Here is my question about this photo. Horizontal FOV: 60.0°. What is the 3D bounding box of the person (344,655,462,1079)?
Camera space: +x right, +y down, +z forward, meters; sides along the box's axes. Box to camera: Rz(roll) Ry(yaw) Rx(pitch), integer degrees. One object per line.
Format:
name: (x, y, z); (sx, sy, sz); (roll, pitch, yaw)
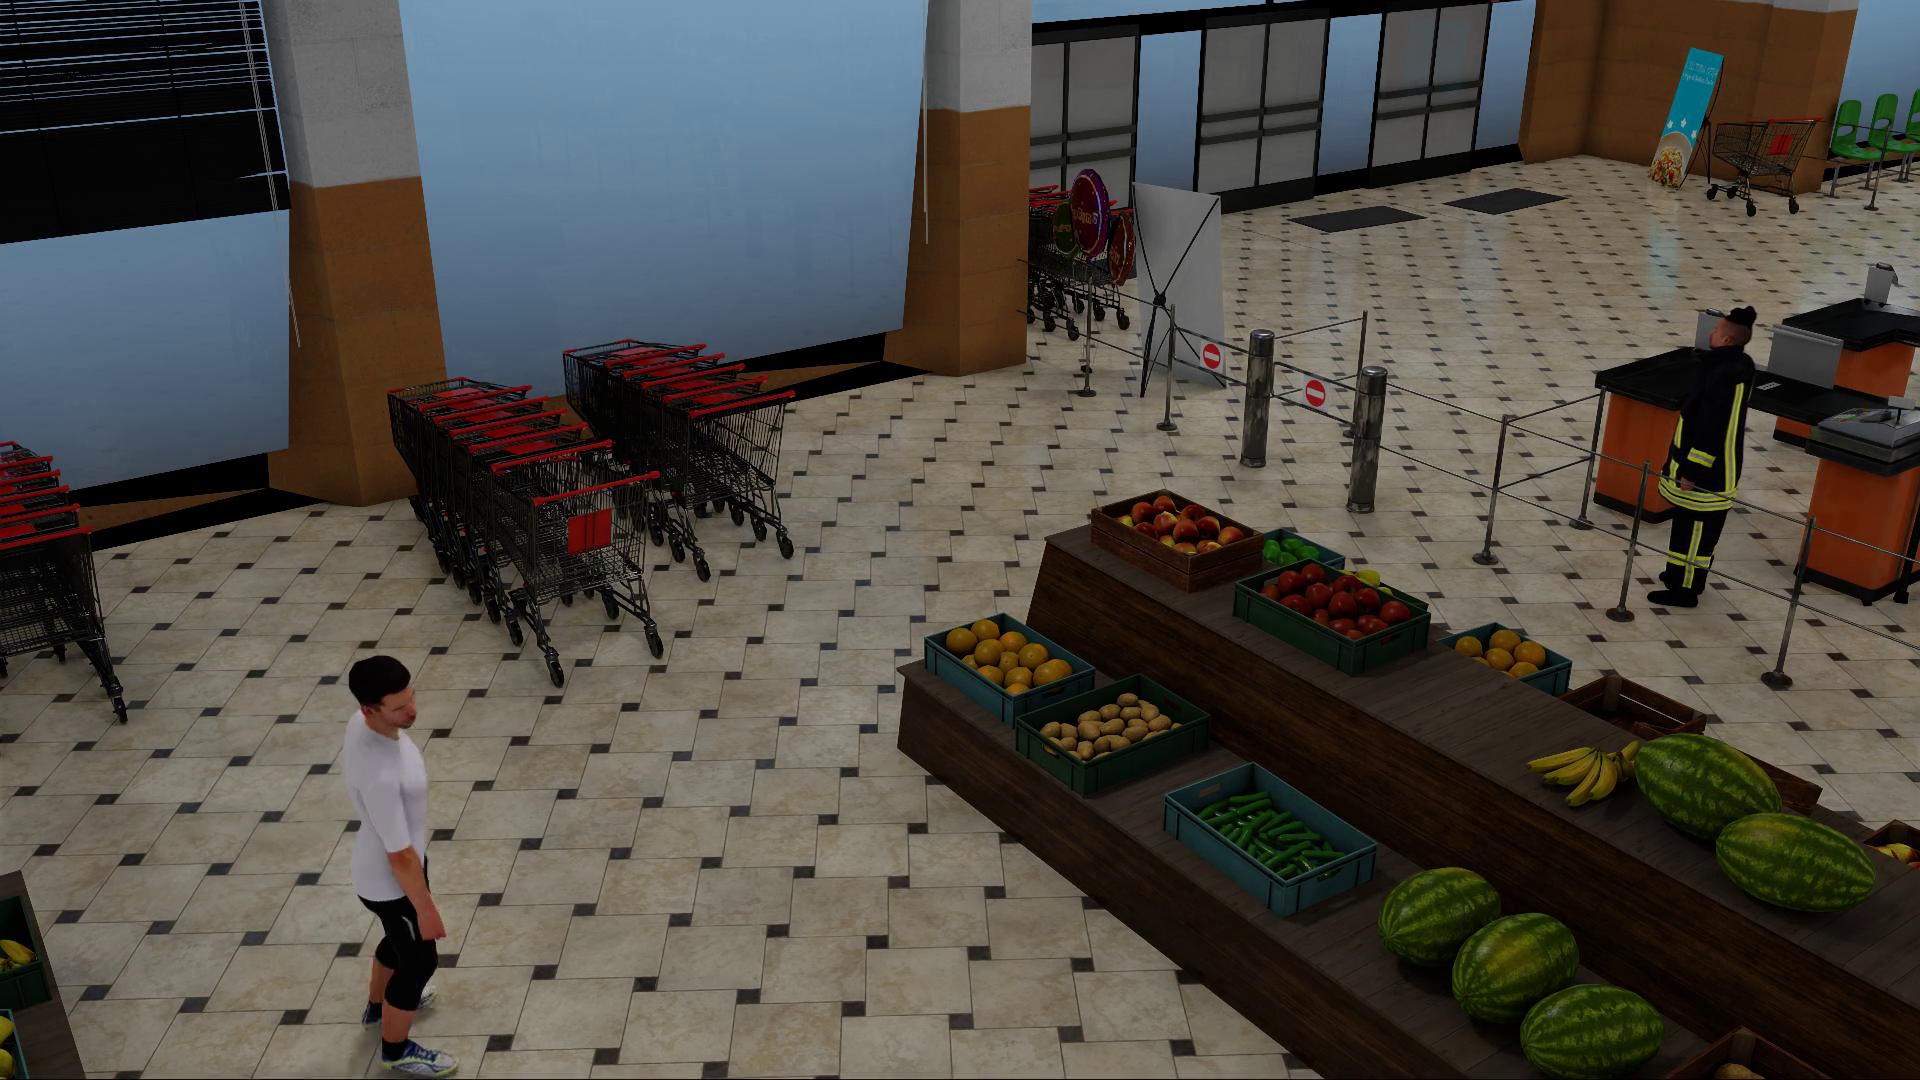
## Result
person: (-2.109, 1.207, 6.070); (0.948, 1.815, 0.649); (-16, 28, -32)

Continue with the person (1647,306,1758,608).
person: (4.462, -0.504, 9.923); (0.827, 1.860, 0.844); (15, 28, 31)
